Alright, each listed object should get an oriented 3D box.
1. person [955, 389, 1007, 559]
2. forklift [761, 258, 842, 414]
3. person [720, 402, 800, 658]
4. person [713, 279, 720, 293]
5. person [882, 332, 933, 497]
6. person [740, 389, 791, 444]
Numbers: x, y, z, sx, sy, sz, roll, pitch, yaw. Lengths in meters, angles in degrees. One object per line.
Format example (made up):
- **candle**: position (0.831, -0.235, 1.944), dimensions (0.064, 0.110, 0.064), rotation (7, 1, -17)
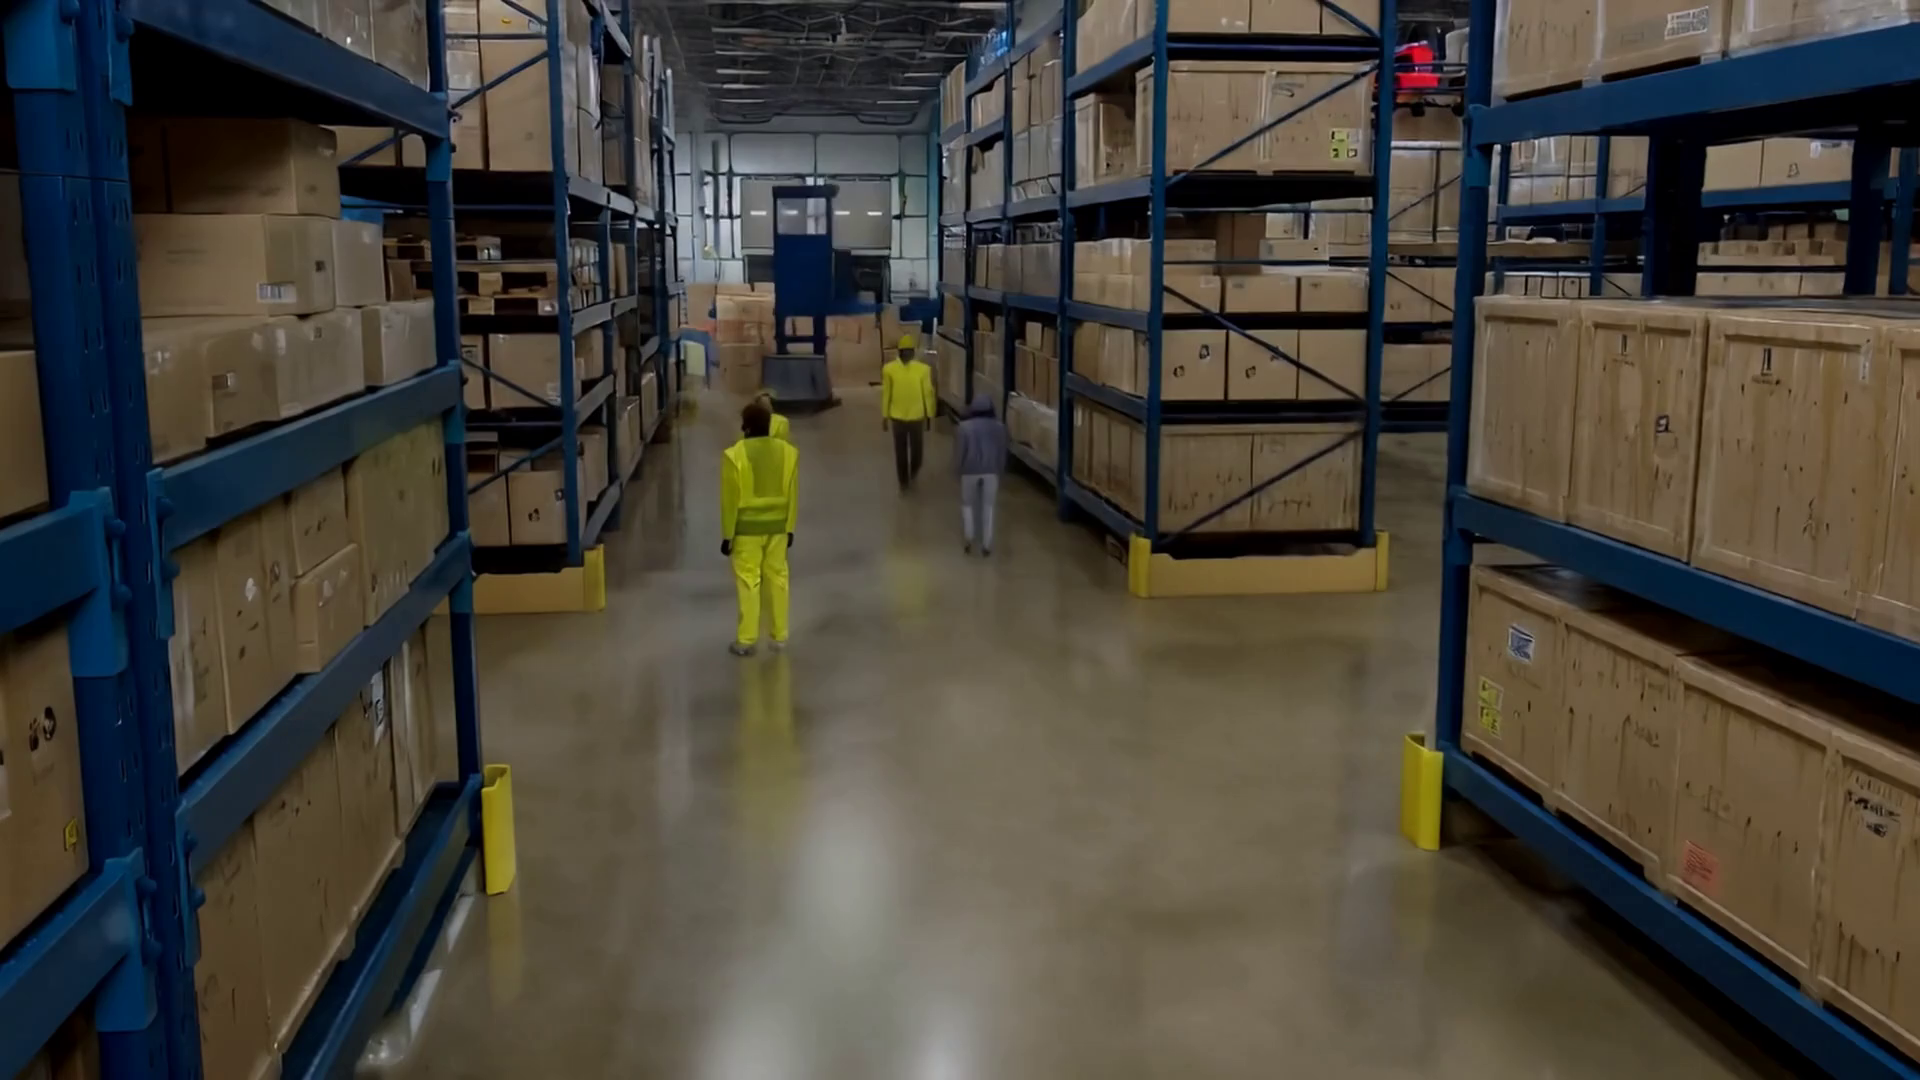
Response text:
- **person**: position (0.201, -0.625, 15.865), dimensions (0.502, 1.625, 0.386), rotation (0, 10, -1)
- **forklift**: position (-2.936, -3.765, 30.482), dimensions (1.129, 2.768, 1.873), rotation (2, 10, 9)
- **person**: position (-1.460, -0.070, 11.995), dimensions (0.625, 1.844, 0.429), rotation (-7, 12, -36)
- **person**: position (-9.922, -9.822, 68.612), dimensions (0.879, 1.912, 0.552), rotation (3, 10, 17)
- **person**: position (-0.638, -1.518, 20.032), dimensions (0.619, 1.976, 0.643), rotation (-1, 10, -5)
- **person**: position (-1.867, -0.637, 15.945), dimensions (0.541, 1.602, 0.705), rotation (1, 10, 5)
